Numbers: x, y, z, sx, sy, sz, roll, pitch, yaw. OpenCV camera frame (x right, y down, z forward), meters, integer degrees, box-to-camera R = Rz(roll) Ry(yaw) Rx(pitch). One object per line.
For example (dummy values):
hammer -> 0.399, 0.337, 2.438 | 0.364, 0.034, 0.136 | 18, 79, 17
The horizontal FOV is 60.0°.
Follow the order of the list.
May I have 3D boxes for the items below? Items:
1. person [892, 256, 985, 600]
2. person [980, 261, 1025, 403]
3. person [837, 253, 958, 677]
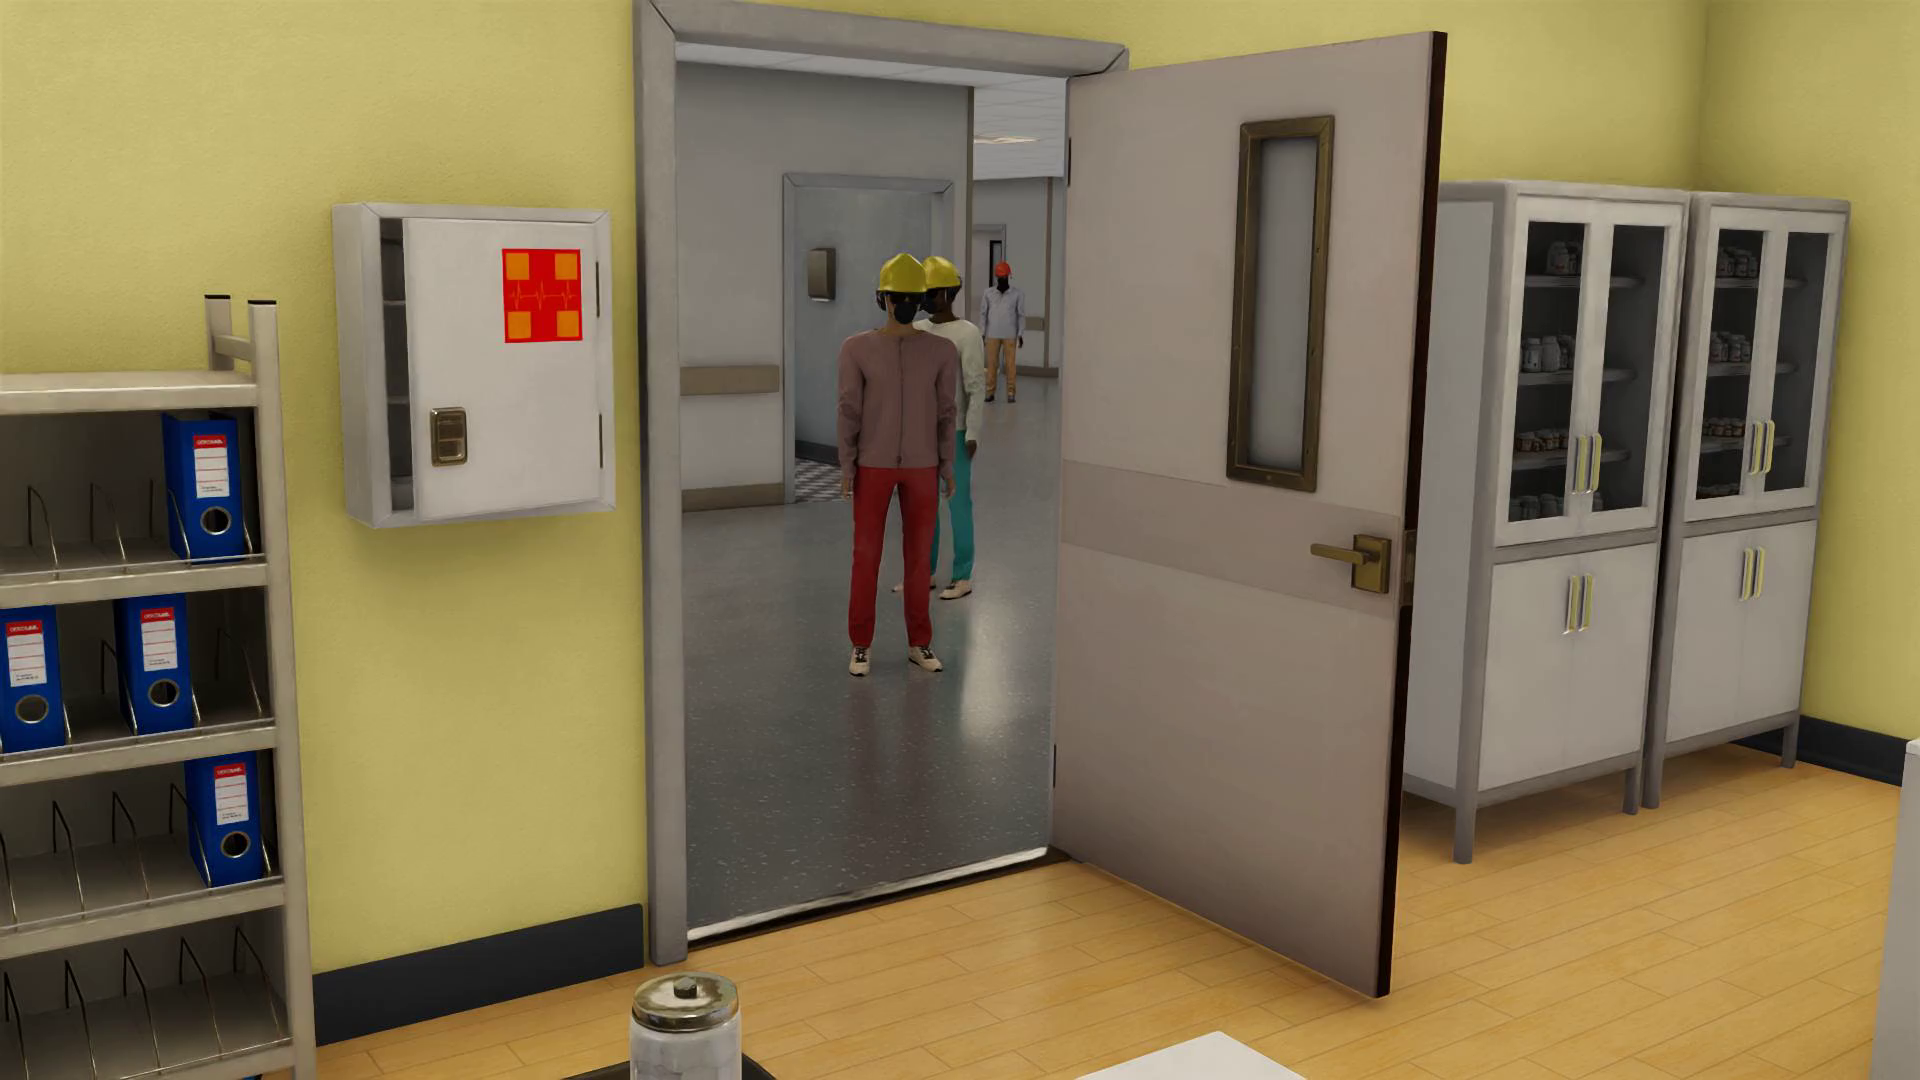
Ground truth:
person -> -0.117, -0.572, 8.596 | 0.533, 1.765, 0.330 | 9, 12, 40
person -> 0.515, -2.572, 20.629 | 0.572, 1.749, 0.341 | 3, 10, 11
person -> -0.260, -0.309, 7.005 | 0.522, 1.771, 0.307 | -2, 10, -15
